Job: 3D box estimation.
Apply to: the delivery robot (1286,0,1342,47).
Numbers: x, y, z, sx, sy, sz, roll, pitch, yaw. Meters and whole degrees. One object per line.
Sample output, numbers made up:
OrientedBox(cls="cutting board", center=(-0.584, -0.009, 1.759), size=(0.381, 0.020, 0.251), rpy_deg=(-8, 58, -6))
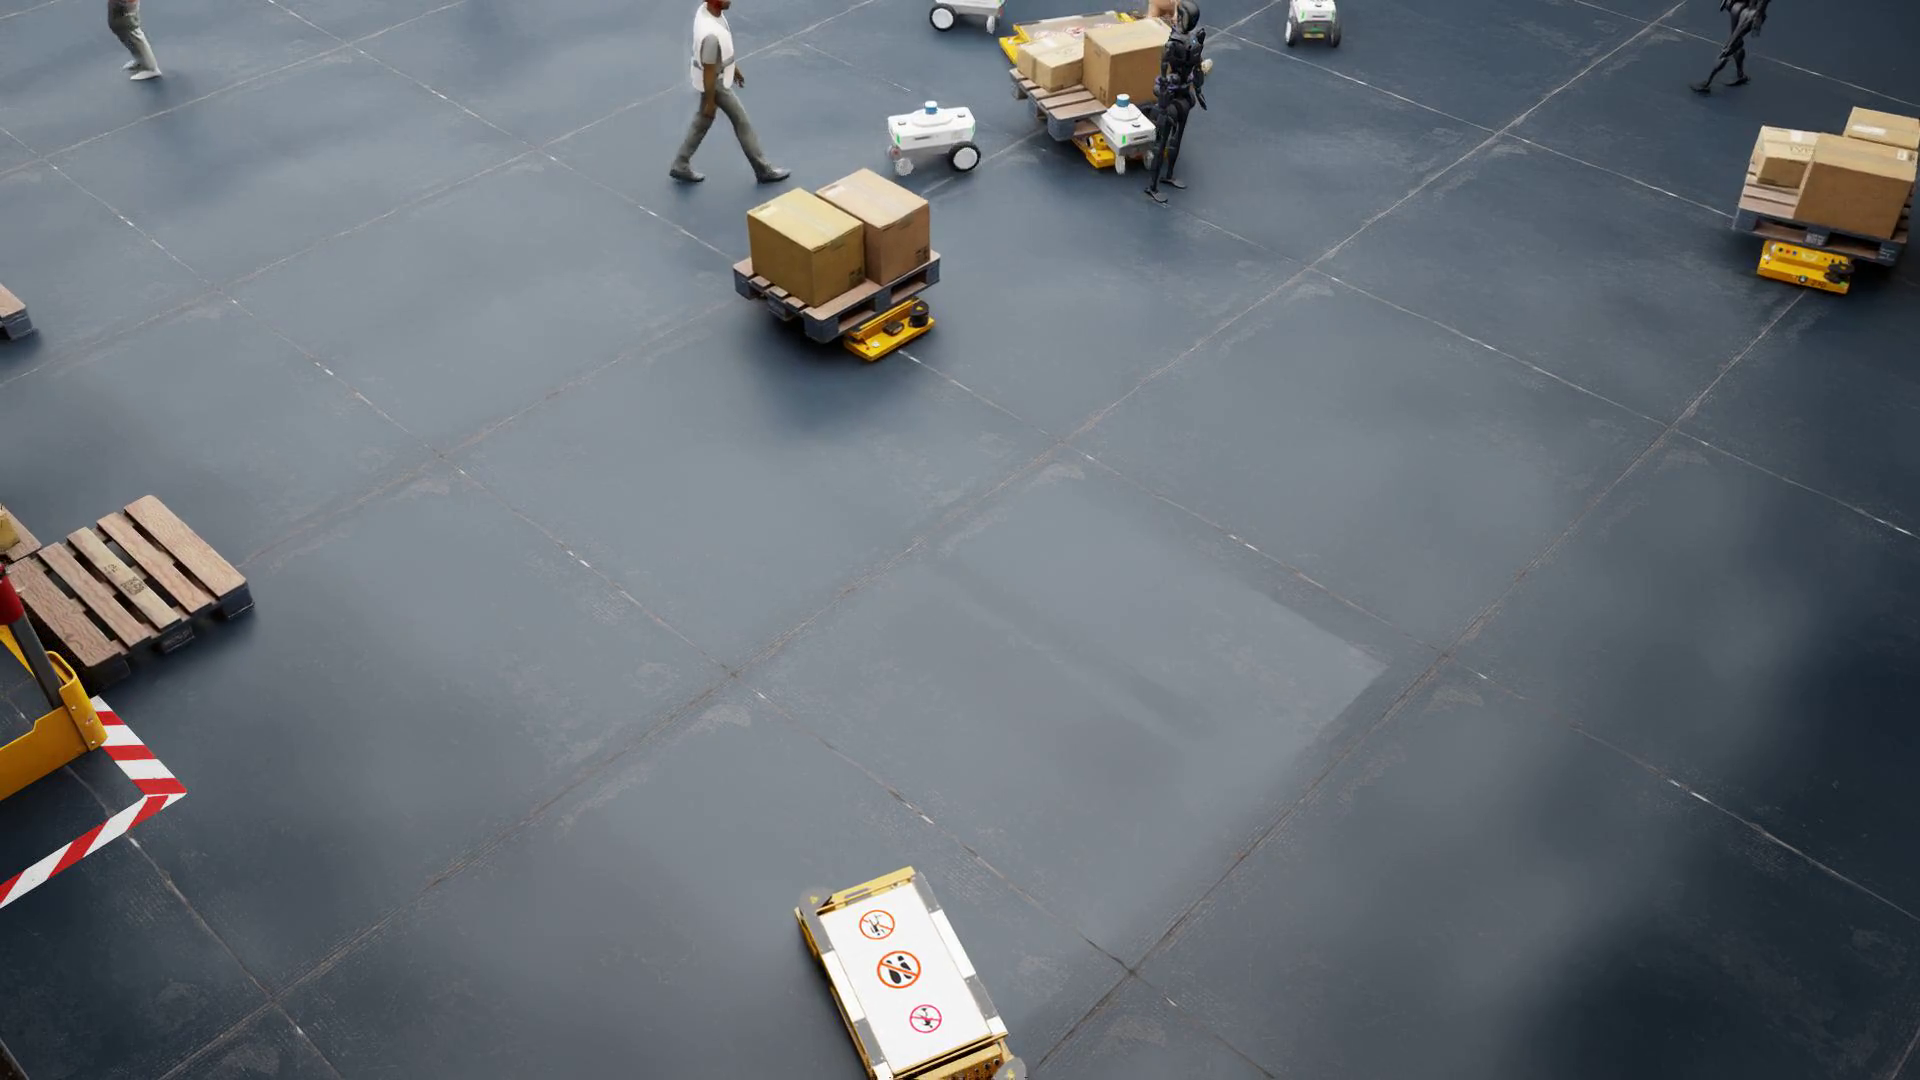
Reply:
OrientedBox(cls="delivery robot", center=(3.385, -5.077, 15.968), size=(0.499, 0.612, 0.814), rpy_deg=(1, 42, 1))

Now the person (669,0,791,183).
OrientedBox(cls="person", center=(-1.978, -3.711, 13.514), size=(1.003, 1.793, 0.553), rpy_deg=(-9, 43, -10))

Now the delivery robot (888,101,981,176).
OrientedBox(cls="delivery robot", center=(-0.219, -3.430, 14.136), size=(0.805, 0.609, 0.499), rpy_deg=(-10, 43, -11))

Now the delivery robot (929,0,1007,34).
OrientedBox(cls="delivery robot", center=(0.073, -5.257, 16.160), size=(0.773, 0.601, 0.527), rpy_deg=(8, 43, 9))

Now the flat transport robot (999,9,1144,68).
OrientedBox(cls="flat transport robot", center=(1.150, -4.734, 15.787), size=(1.431, 0.231, 0.659), rpy_deg=(-11, 43, -12))

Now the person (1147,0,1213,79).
OrientedBox(cls="person", center=(1.900, -4.849, 14.868), size=(0.911, 1.675, 0.529), rpy_deg=(-19, 45, -20))

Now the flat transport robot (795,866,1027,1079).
OrientedBox(cls="flat transport robot", center=(-0.254, 2.209, 8.071), size=(0.659, 0.231, 1.431), rpy_deg=(-17, 45, -18))

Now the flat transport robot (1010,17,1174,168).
OrientedBox(cls="flat transport robot", center=(1.188, -3.741, 14.684), size=(0.659, 0.231, 1.431), rpy_deg=(-16, 44, -17))

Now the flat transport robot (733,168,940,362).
OrientedBox(cls="flat transport robot", center=(-0.919, -1.833, 12.563), size=(0.659, 0.231, 1.431), rpy_deg=(-34, 52, -32))

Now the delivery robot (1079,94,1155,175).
OrientedBox(cls="delivery robot", center=(1.369, -3.524, 14.243), size=(0.499, 0.614, 0.818), rpy_deg=(-16, 44, -17))

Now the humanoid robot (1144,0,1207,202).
OrientedBox(cls="humanoid robot", center=(1.760, -3.562, 13.424), size=(0.315, 1.655, 0.599), rpy_deg=(32, 51, 30))

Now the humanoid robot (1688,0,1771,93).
OrientedBox(cls="humanoid robot", center=(6.969, -4.780, 14.806), size=(0.721, 1.625, 0.612), rpy_deg=(-9, 43, -10))

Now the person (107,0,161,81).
OrientedBox(cls="person", center=(-7.574, -4.909, 14.977), size=(0.360, 1.608, 0.582), rpy_deg=(-27, 49, -27))

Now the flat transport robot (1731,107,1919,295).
OrientedBox(cls="flat transport robot", center=(6.797, -2.456, 13.256), size=(0.659, 0.231, 1.431), rpy_deg=(18, 45, 19))
